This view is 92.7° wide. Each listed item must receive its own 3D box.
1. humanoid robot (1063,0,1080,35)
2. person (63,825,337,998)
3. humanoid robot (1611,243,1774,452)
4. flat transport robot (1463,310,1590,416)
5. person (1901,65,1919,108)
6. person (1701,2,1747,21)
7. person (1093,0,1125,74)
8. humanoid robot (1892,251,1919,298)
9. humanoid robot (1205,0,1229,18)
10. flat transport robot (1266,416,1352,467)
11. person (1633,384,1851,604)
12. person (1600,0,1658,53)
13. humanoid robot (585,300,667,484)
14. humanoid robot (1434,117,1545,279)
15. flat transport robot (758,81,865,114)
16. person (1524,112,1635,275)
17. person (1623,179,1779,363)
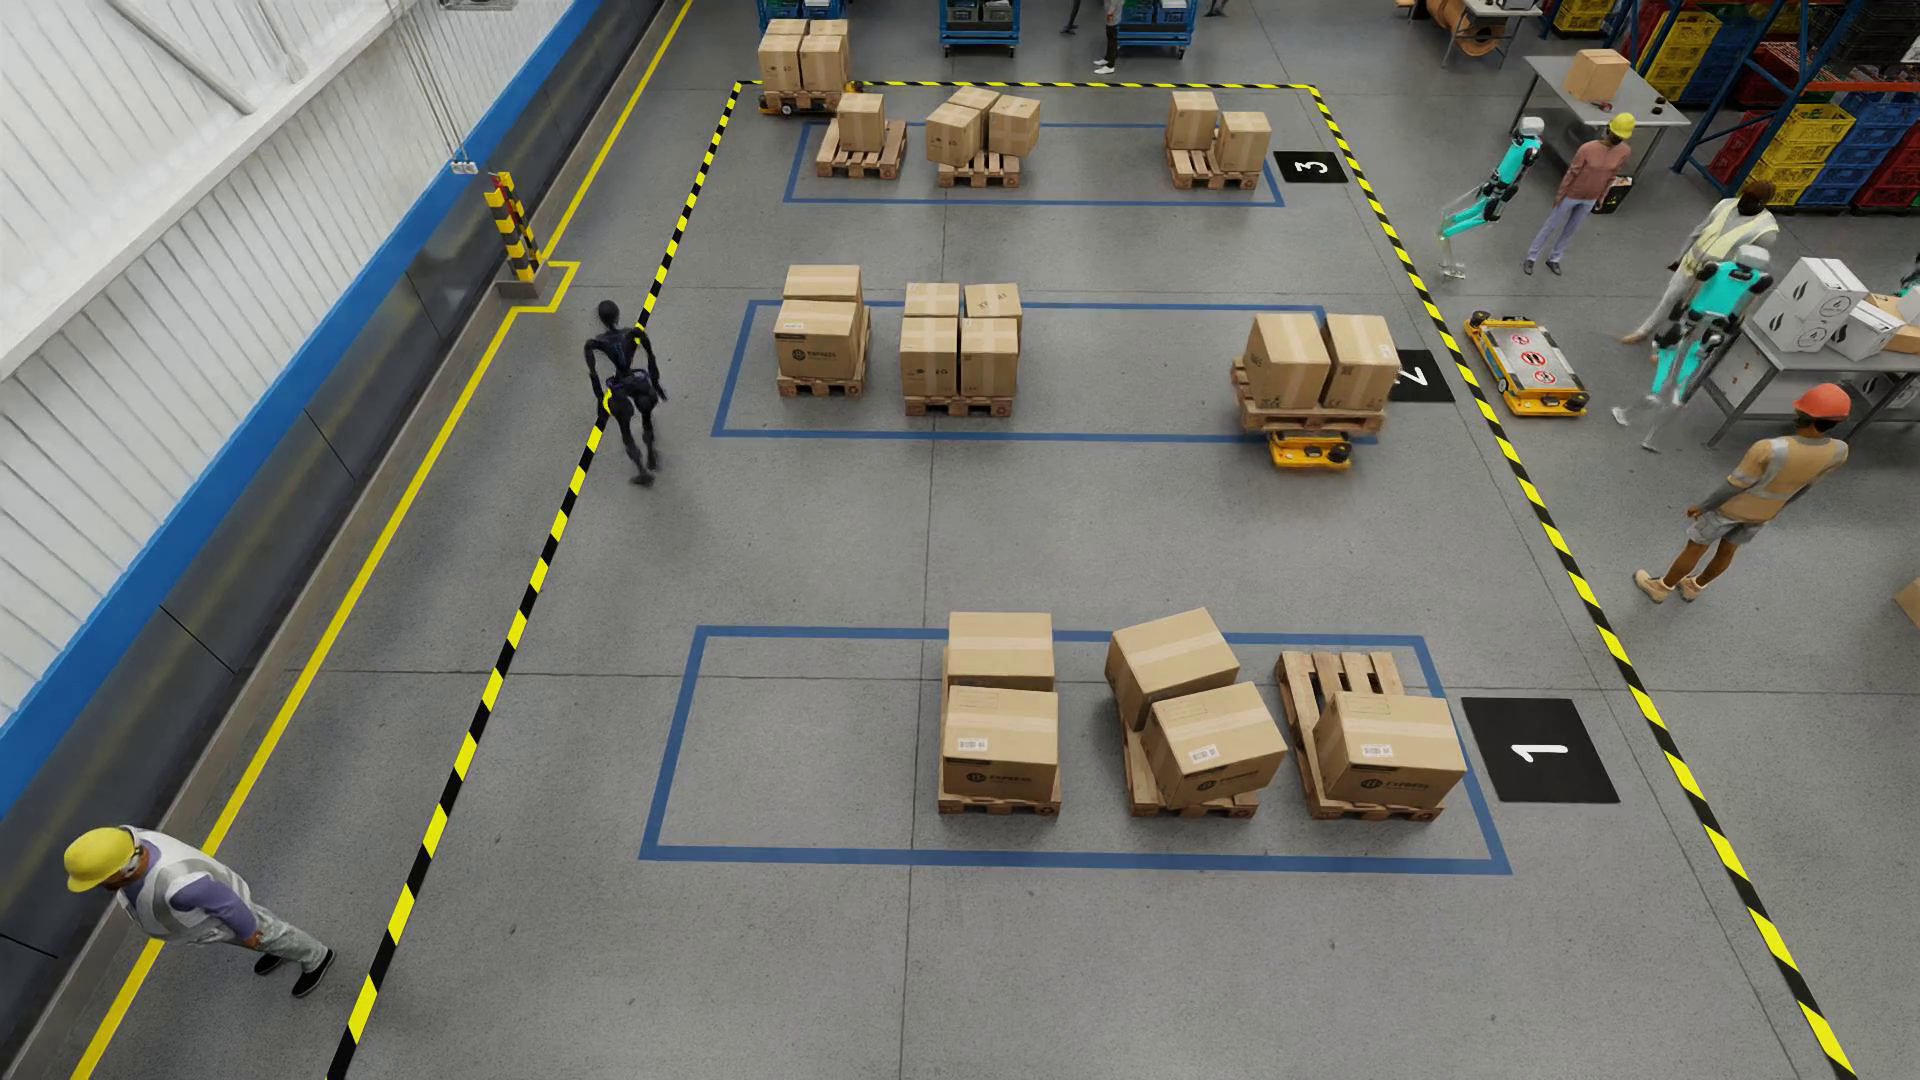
[{"bbox_3d":[1.842,-8.798,14.228,0.422,1.637,0.656,-1,49,-1],"label":"humanoid robot"},{"bbox_3d":[-3.946,1.950,4.812,0.601,1.827,0.404,20,52,17],"label":"person"},{"bbox_3d":[6.332,-1.559,7.971,0.558,1.856,0.870,18,52,15],"label":"humanoid robot"},{"bbox_3d":[5.573,-1.757,9.054,0.659,0.231,1.431,1,49,1],"label":"flat transport robot"},{"bbox_3d":[12.923,-6.516,12.147,0.787,1.822,0.530,-26,54,-20],"label":"person"},{"bbox_3d":[10.892,-7.673,13.124,0.646,1.850,0.558,0,49,0],"label":"person"},{"bbox_3d":[2.163,-7.697,13.150,0.396,1.850,0.588,6,49,5],"label":"person"},{"bbox_3d":[9.184,-2.327,8.592,1.044,1.749,0.559,10,50,8],"label":"humanoid robot"},{"bbox_3d":[4.262,-9.238,14.596,0.344,1.650,0.591,-10,50,-8],"label":"humanoid robot"},{"bbox_3d":[3.161,-1.246,8.593,0.652,0.197,1.431,1,49,1],"label":"flat transport robot"},{"bbox_3d":[5.630,-0.270,6.601,0.604,2.035,0.390,1,49,1],"label":"person"},{"bbox_3d":[9.603,-7.531,13.077,0.490,1.741,0.315,36,58,27],"label":"person"},{"bbox_3d":[-2.762,-1.200,7.657,0.606,1.637,0.478,-19,52,-16],"label":"humanoid robot"},{"bbox_3d":[5.349,-3.527,9.589,0.772,1.730,0.545,6,49,5],"label":"humanoid robot"},{"bbox_3d":[-2.090,-6.256,12.930,1.431,0.197,0.652,1,49,1],"label":"flat transport robot"},{"bbox_3d":[6.562,-3.630,9.685,0.523,1.767,0.310,2,49,2],"label":"person"},{"bbox_3d":[7.052,-2.534,8.686,0.429,1.841,0.632,-16,51,-13],"label":"person"}]
